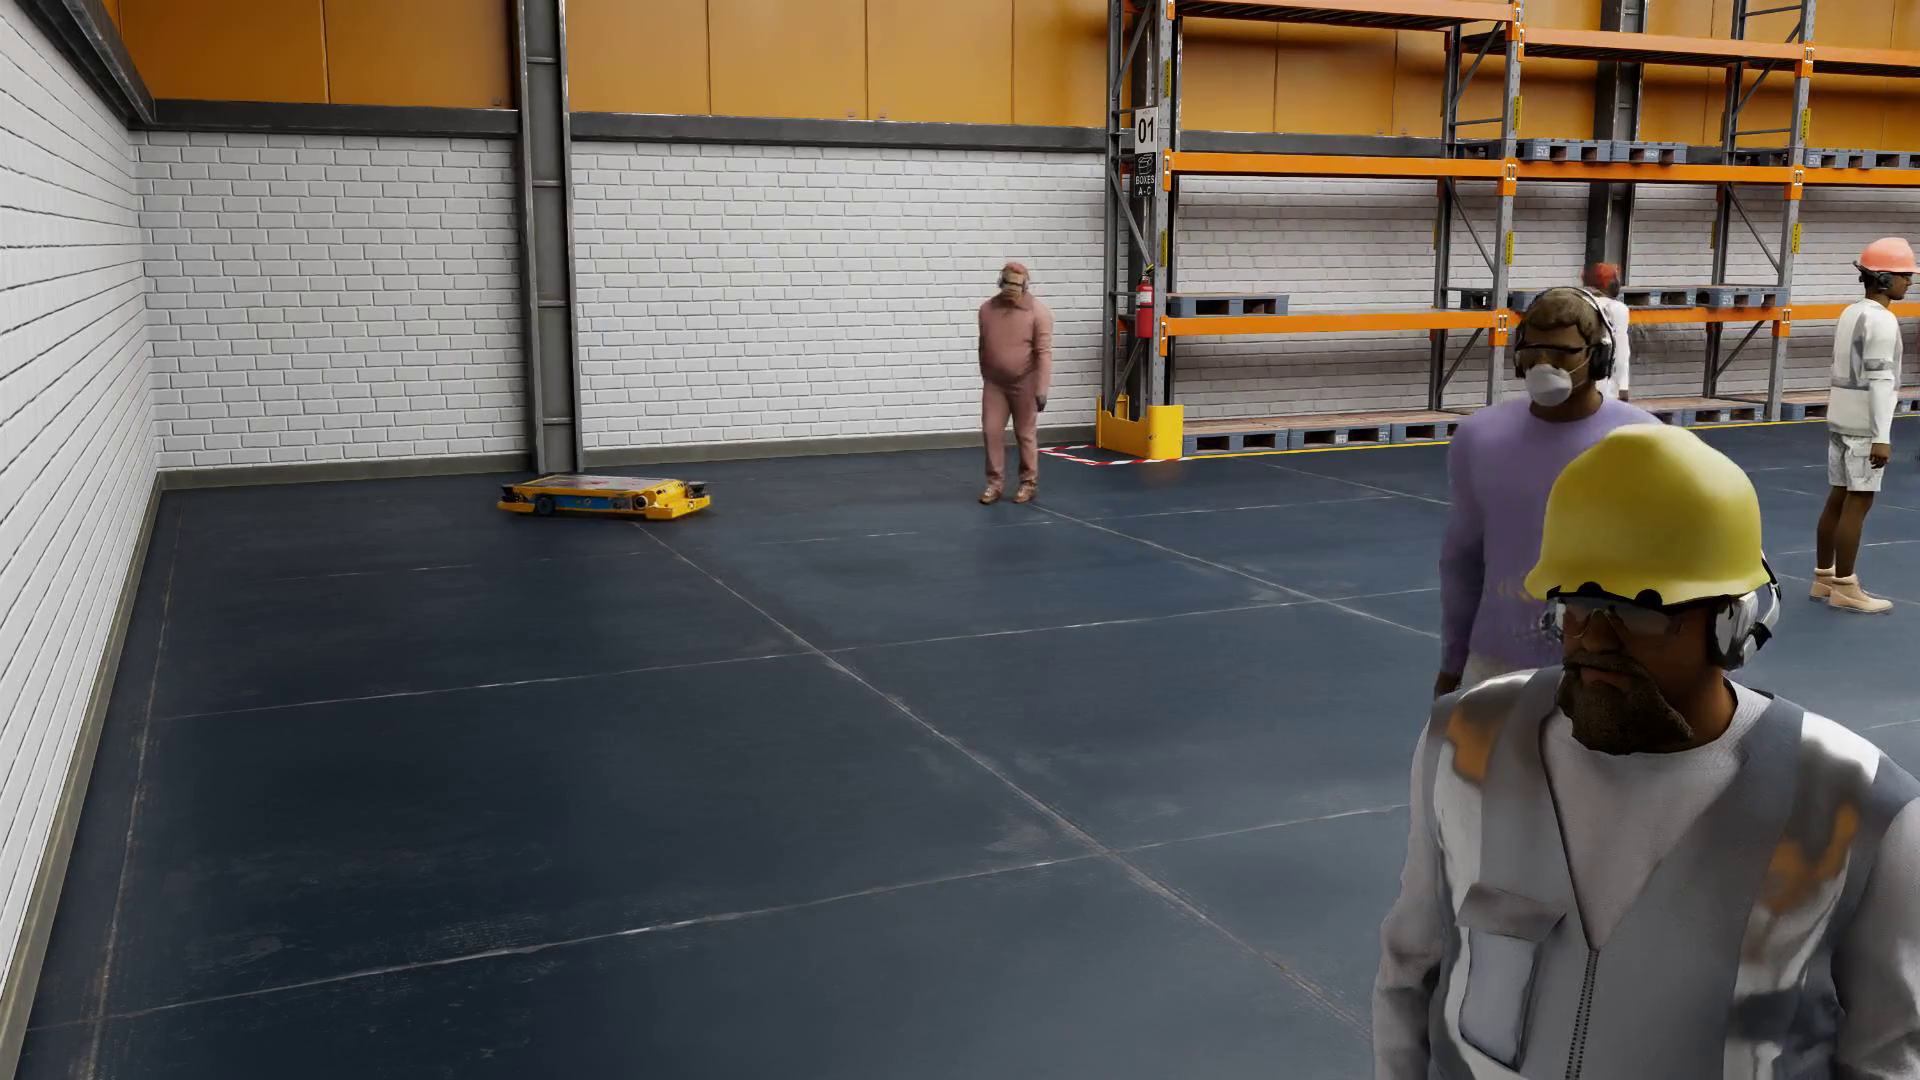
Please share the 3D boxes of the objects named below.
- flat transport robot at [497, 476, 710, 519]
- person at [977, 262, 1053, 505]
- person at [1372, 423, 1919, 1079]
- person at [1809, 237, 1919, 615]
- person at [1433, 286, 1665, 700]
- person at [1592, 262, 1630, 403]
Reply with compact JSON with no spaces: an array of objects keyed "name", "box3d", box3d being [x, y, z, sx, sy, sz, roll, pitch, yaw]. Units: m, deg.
[{"name":"flat transport robot","box3d":[-2.664,-0.335,12.454,1.431,0.197,0.652,3,11,16]},{"name":"person","box3d":[0.412,-1.183,12.740,0.663,1.866,0.717,5,11,24]},{"name":"person","box3d":[0.748,0.775,1.922,0.600,1.830,0.403,8,13,37]},{"name":"person","box3d":[4.977,-0.622,9.117,0.396,2.042,0.611,2,10,10]},{"name":"person","box3d":[1.542,0.319,4.233,0.619,1.925,0.640,-9,14,-41]},{"name":"person","box3d":[4.934,-1.229,12.987,0.669,1.867,0.596,-3,11,-16]}]
